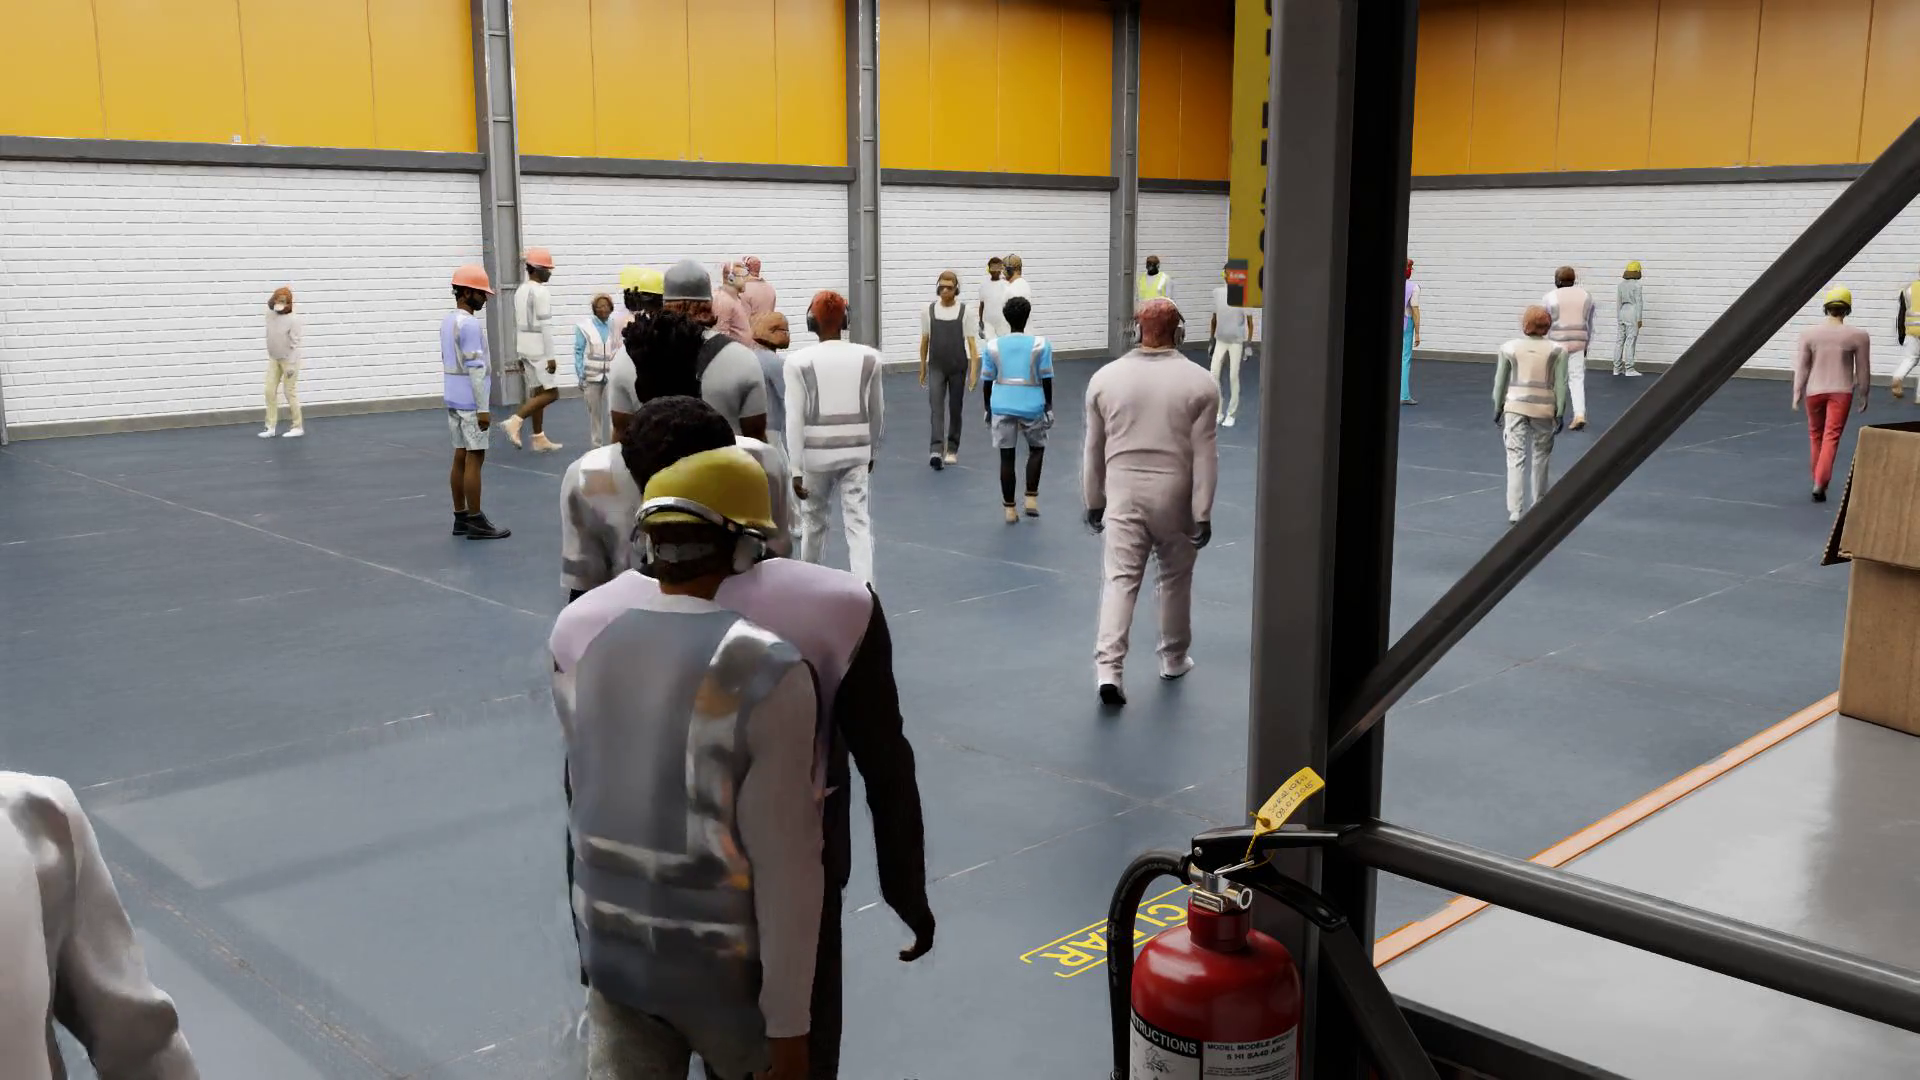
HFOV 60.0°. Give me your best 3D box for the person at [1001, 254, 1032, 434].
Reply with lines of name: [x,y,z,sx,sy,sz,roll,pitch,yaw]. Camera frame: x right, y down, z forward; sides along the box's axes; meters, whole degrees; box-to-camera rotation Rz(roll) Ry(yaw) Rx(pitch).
person: [0.593,-2.098,17.878,0.370,1.934,0.627,2,11,9]

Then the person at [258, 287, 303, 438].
person: [-7.129,-1.856,17.456,0.570,1.592,0.597,4,11,20]

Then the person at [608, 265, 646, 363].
person: [-2.574,-1.292,13.593,0.594,1.900,0.886,4,11,21]

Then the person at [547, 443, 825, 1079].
person: [-0.415,0.706,2.996,0.620,1.781,0.885,6,12,31]

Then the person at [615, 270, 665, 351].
person: [-2.132,-0.969,11.849,0.616,1.876,0.958,5,12,27]

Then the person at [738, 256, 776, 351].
person: [-2.281,-2.147,18.218,0.409,1.906,0.652,5,12,26]

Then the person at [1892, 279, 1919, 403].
person: [12.196,-2.623,21.068,0.574,1.818,0.637,-8,13,-38]

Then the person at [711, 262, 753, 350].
person: [-2.021,-1.670,15.680,0.864,1.872,0.680,-1,10,-3]

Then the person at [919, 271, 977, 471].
person: [-0.117,-1.538,15.186,0.538,1.794,0.977,1,10,4]

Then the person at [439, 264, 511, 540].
person: [-3.436,-0.968,11.730,0.374,1.928,0.542,-8,13,-36]

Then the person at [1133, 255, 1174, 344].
person: [2.983,-3.474,25.655,0.627,1.832,0.548,6,12,30]

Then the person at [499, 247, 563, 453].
person: [-4.164,-1.819,16.120,0.630,2.022,0.650,-8,13,-36]

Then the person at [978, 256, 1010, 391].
person: [0.508,-3.005,23.066,0.525,1.850,0.715,1,10,6]

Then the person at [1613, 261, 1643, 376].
person: [10.221,-3.375,25.361,0.294,1.744,0.487,-4,11,-21]

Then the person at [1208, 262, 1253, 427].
person: [2.973,-2.169,18.468,0.570,1.854,0.535,6,12,29]

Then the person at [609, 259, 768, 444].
person: [-1.226,-0.276,7.648,0.705,2.000,0.536,-1,10,-4]

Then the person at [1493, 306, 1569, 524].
person: [4.281,-0.948,12.488,0.535,1.596,0.830,5,11,24]

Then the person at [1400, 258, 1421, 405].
person: [5.528,-2.616,20.947,0.373,1.840,0.570,-9,14,-40]

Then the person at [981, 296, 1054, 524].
person: [0.432,-0.966,12.365,0.559,1.677,0.489,2,11,10]

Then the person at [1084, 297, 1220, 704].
person: [0.864,-0.188,7.689,0.652,1.860,1.009,3,11,18]

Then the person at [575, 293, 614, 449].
person: [-3.335,-1.505,15.586,0.515,1.588,0.895,-3,11,-16]

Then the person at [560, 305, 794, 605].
person: [-0.739,0.357,4.440,0.636,1.947,0.492,-1,10,-6]

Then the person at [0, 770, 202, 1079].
person: [-1.177,0.893,1.866,1.000,1.835,0.663,2,11,12]

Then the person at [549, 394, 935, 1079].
person: [-0.397,0.684,2.916,0.627,1.863,0.952,2,11,10]

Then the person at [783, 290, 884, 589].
person: [-0.681,-0.437,9.111,0.581,1.837,0.973,-3,11,-17]

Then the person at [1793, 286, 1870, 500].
person: [7.083,-1.198,13.539,0.536,1.725,0.889,8,13,37]

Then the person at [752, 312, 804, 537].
person: [-1.215,-0.762,11.467,0.774,1.598,0.533,-5,12,-27]

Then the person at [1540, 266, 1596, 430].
person: [6.703,-2.122,18.383,0.626,1.807,0.923,0,10,2]
